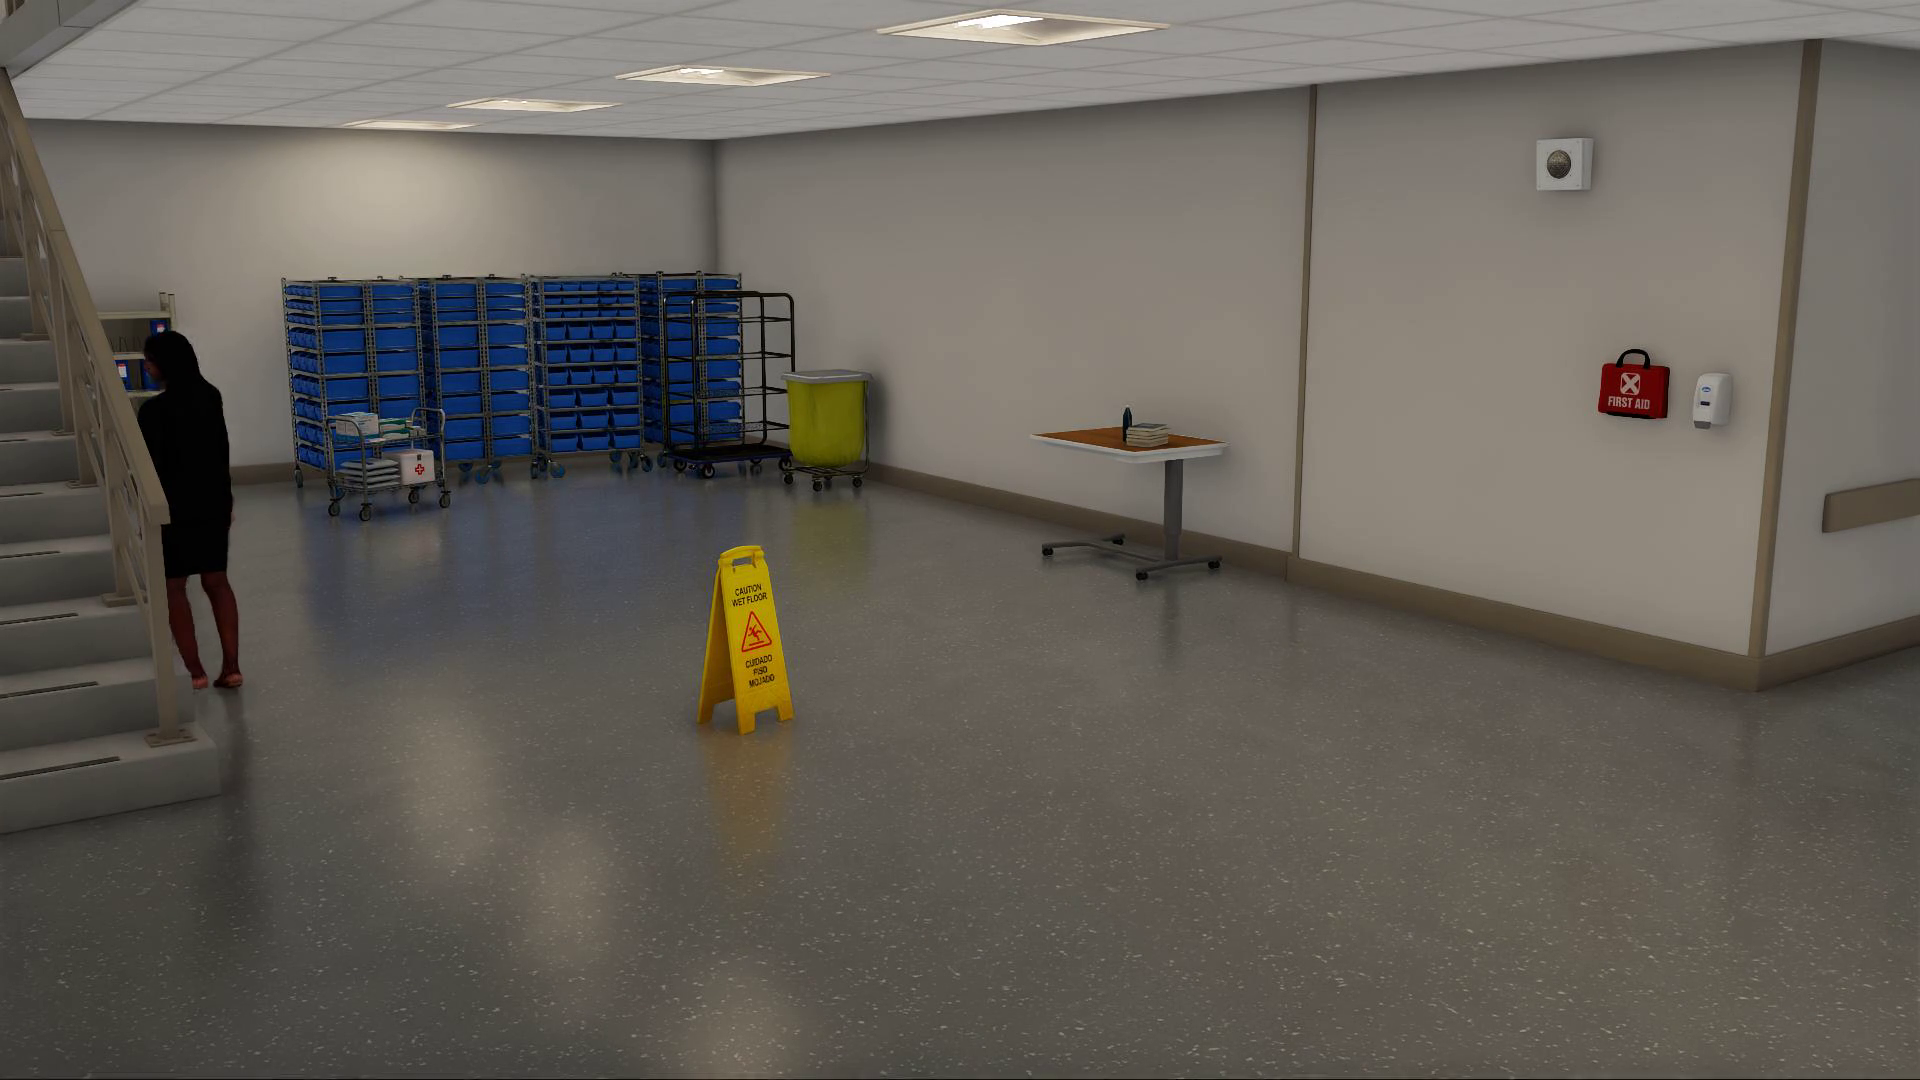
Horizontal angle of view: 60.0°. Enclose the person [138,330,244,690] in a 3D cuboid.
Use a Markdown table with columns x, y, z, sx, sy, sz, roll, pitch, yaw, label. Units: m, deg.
| x | y | z | sx | sy | sz | roll | pitch | yaw | label |
| --- | --- | --- | --- | --- | --- | --- | --- | --- | --- |
| -3.599 | -0.143 | 7.793 | 0.738 | 1.727 | 0.733 | 9 | 14 | 39 | person |
